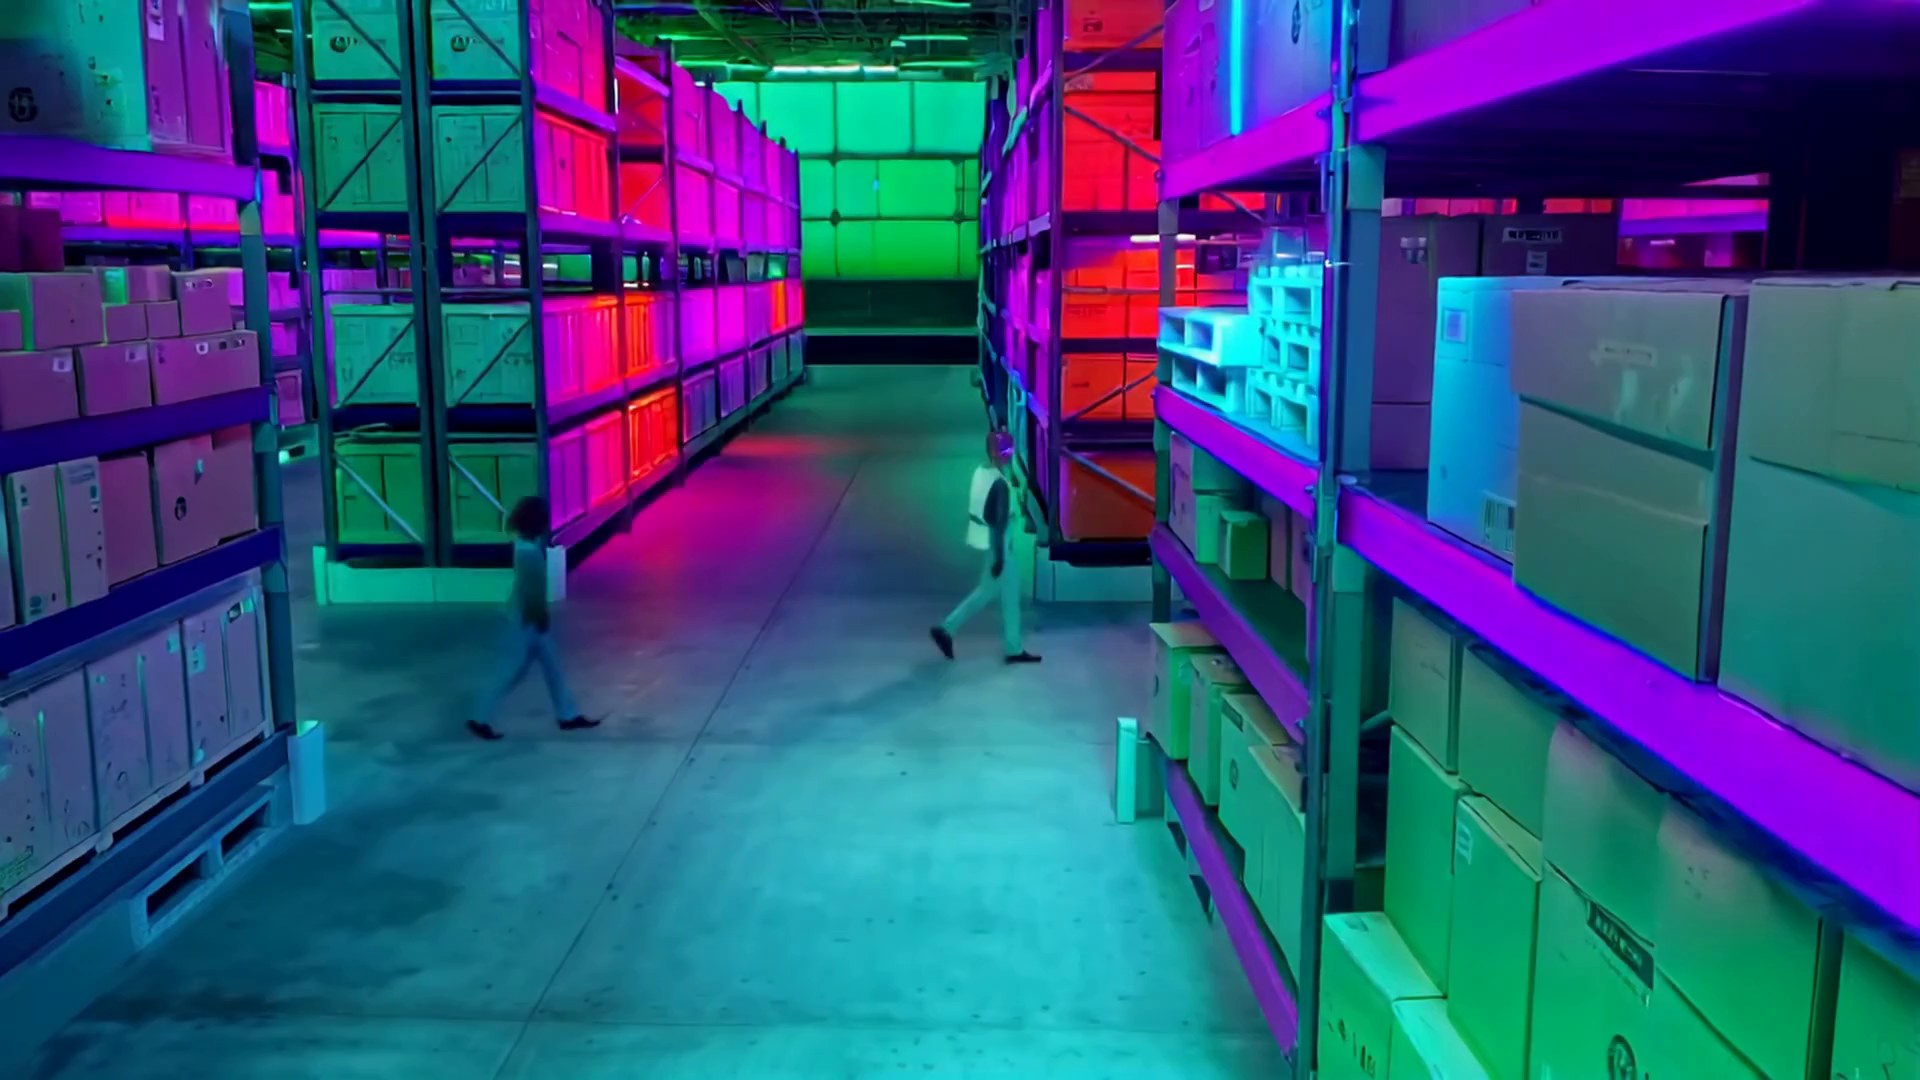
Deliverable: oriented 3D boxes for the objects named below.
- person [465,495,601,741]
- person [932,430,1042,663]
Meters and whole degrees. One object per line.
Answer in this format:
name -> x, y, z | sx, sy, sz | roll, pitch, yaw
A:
person -> -2.810, 0.499, 10.737 | 0.849, 1.594, 0.517 | -3, 10, -17
person -> 0.215, 0.058, 12.723 | 0.777, 1.823, 0.576 | -3, 10, -16
